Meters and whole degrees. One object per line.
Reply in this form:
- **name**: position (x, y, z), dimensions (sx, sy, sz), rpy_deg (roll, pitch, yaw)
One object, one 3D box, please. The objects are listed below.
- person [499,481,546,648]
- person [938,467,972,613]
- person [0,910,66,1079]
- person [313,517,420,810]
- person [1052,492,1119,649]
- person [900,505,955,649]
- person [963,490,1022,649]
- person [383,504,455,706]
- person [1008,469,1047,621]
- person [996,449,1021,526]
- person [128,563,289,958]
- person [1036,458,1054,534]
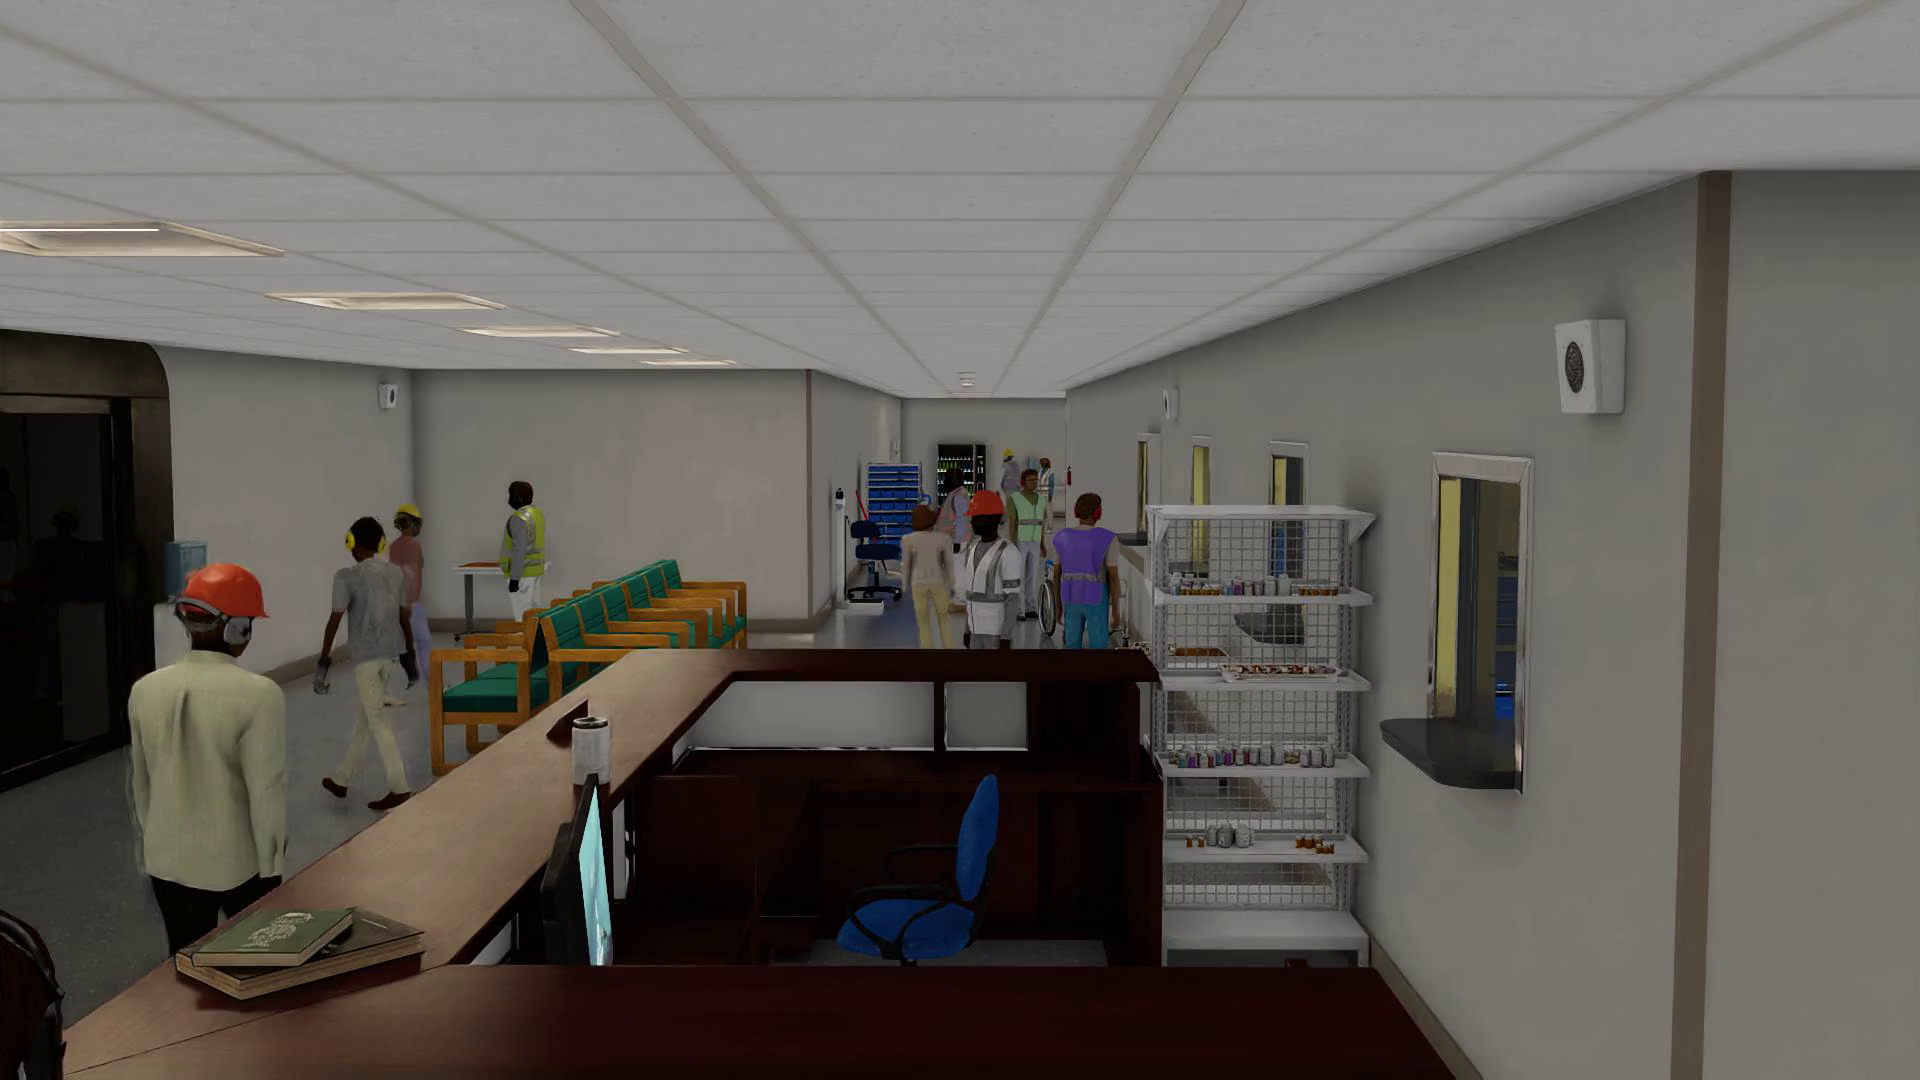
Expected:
- **person**: position (-4.290, 0.339, 16.299), dimensions (0.429, 1.842, 0.637), rpy_deg (0, 4, 4)
- **person**: position (-0.070, 0.002, 21.034), dimensions (0.429, 1.842, 0.636), rpy_deg (0, 4, -5)
- **person**: position (-1.191, 1.362, 2.019), dimensions (0.628, 1.836, 0.429), rpy_deg (-2, 5, -28)
- **person**: position (-3.767, 0.771, 10.442), dimensions (0.892, 1.808, 0.642), rpy_deg (2, 5, 28)
- **person**: position (1.014, 0.541, 13.468), dimensions (0.564, 1.842, 0.389), rpy_deg (2, 5, 25)
- **person**: position (-0.307, 0.458, 16.247), dimensions (0.562, 1.611, 0.307), rpy_deg (-1, 4, -10)
- **person**: position (0.192, 0.616, 11.739), dimensions (0.364, 1.939, 0.542), rpy_deg (-3, 5, -34)
- **person**: position (-4.677, 0.551, 14.214), dimensions (0.814, 1.705, 0.591), rpy_deg (-4, 6, -45)
- **person**: position (0.813, 0.053, 20.278), dimensions (0.563, 1.847, 0.392), rpy_deg (-3, 5, -39)
- **person**: position (1.044, -1.180, 37.945), dimensions (0.902, 1.785, 0.625), rpy_deg (4, 6, 44)
- **person**: position (-2.484, 1.049, 5.653), dimensions (0.658, 1.938, 0.826), rpy_deg (1, 4, 12)
- **person**: position (1.832, -0.952, 35.816), dimensions (0.307, 1.641, 0.513), rpy_deg (-3, 5, -39)
